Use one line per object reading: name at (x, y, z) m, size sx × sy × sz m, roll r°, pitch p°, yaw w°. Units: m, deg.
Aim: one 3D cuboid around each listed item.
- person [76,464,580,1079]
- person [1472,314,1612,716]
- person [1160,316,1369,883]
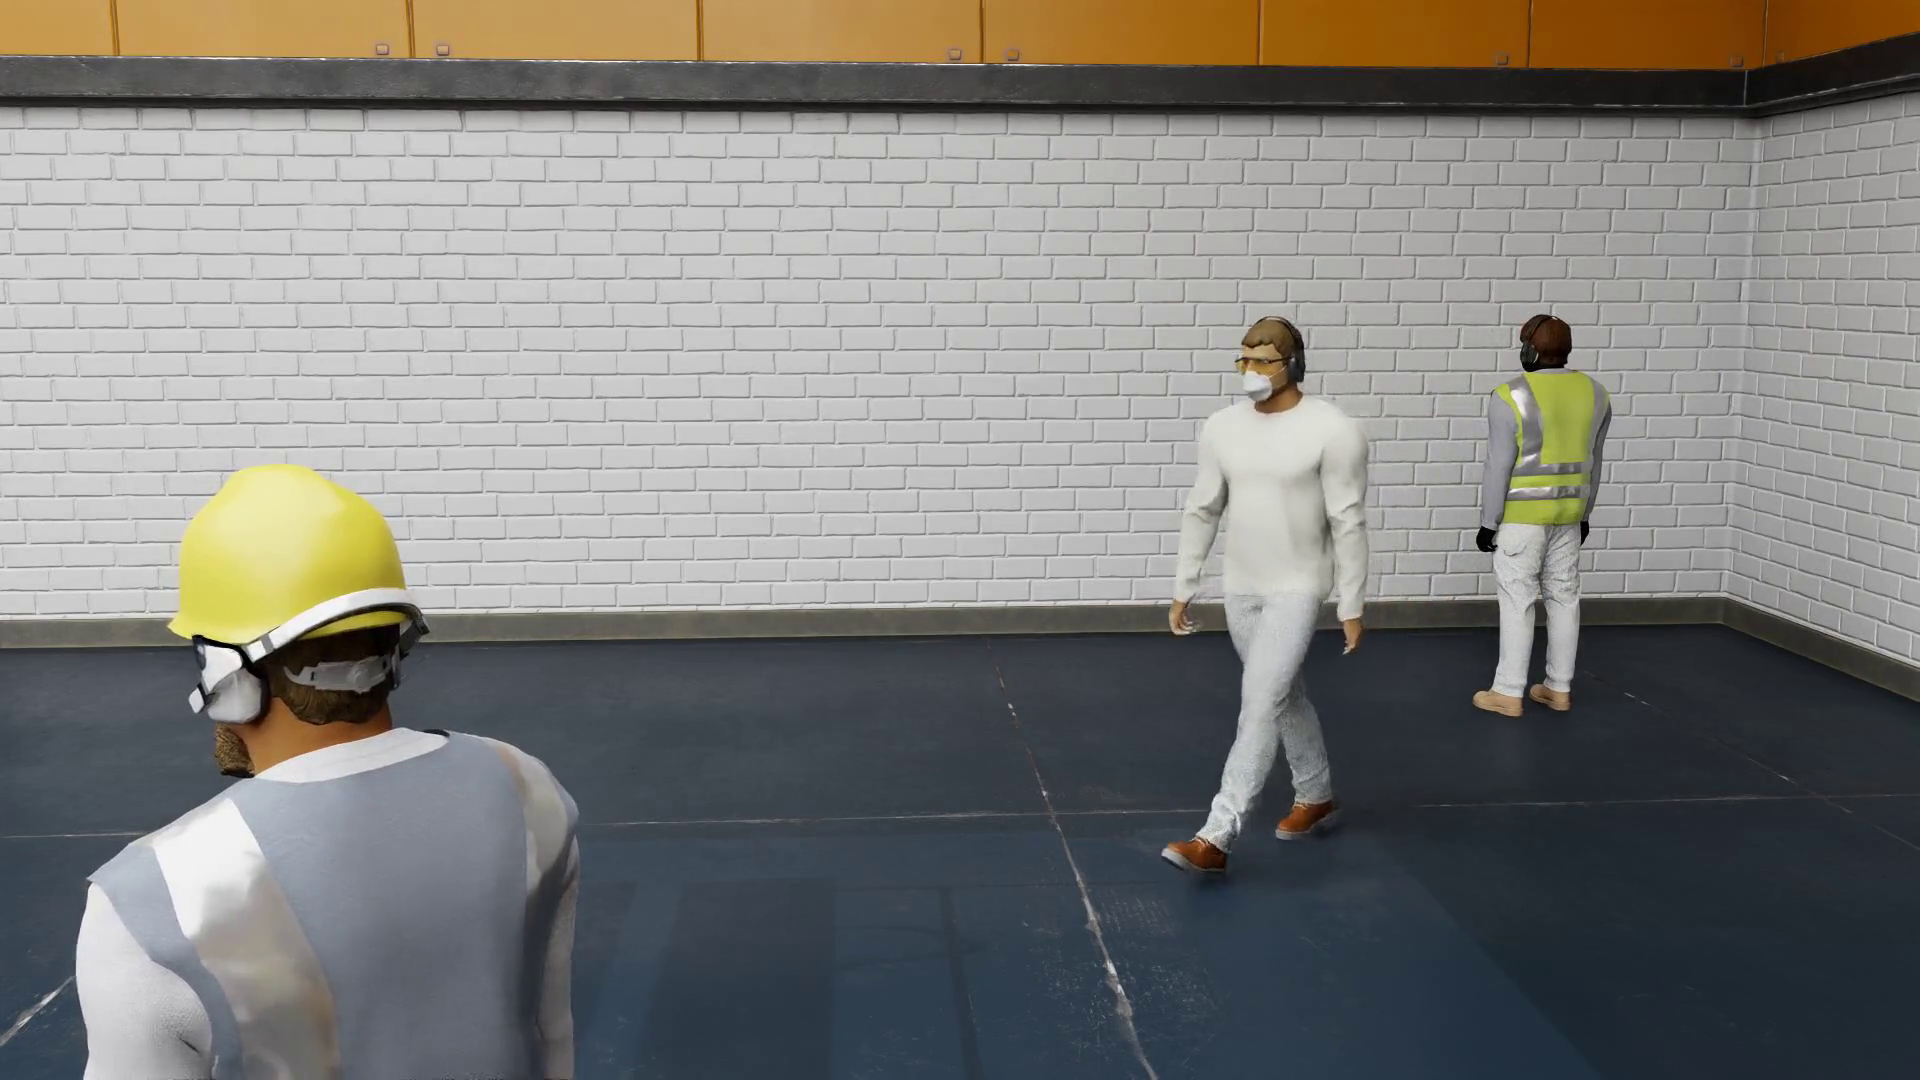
person at (-0.676, 0.828, 1.845) m, size 0.403 × 1.826 × 0.591 m, roll 5°, pitch 11°, yaw 31°
person at (2.647, -0.109, 7.658) m, size 0.627 × 1.847 × 0.429 m, roll -3°, pitch 10°, yaw -19°
person at (1.026, 0.185, 5.691) m, size 1.042 × 1.879 × 0.655 m, roll -8°, pitch 12°, yaw -42°
